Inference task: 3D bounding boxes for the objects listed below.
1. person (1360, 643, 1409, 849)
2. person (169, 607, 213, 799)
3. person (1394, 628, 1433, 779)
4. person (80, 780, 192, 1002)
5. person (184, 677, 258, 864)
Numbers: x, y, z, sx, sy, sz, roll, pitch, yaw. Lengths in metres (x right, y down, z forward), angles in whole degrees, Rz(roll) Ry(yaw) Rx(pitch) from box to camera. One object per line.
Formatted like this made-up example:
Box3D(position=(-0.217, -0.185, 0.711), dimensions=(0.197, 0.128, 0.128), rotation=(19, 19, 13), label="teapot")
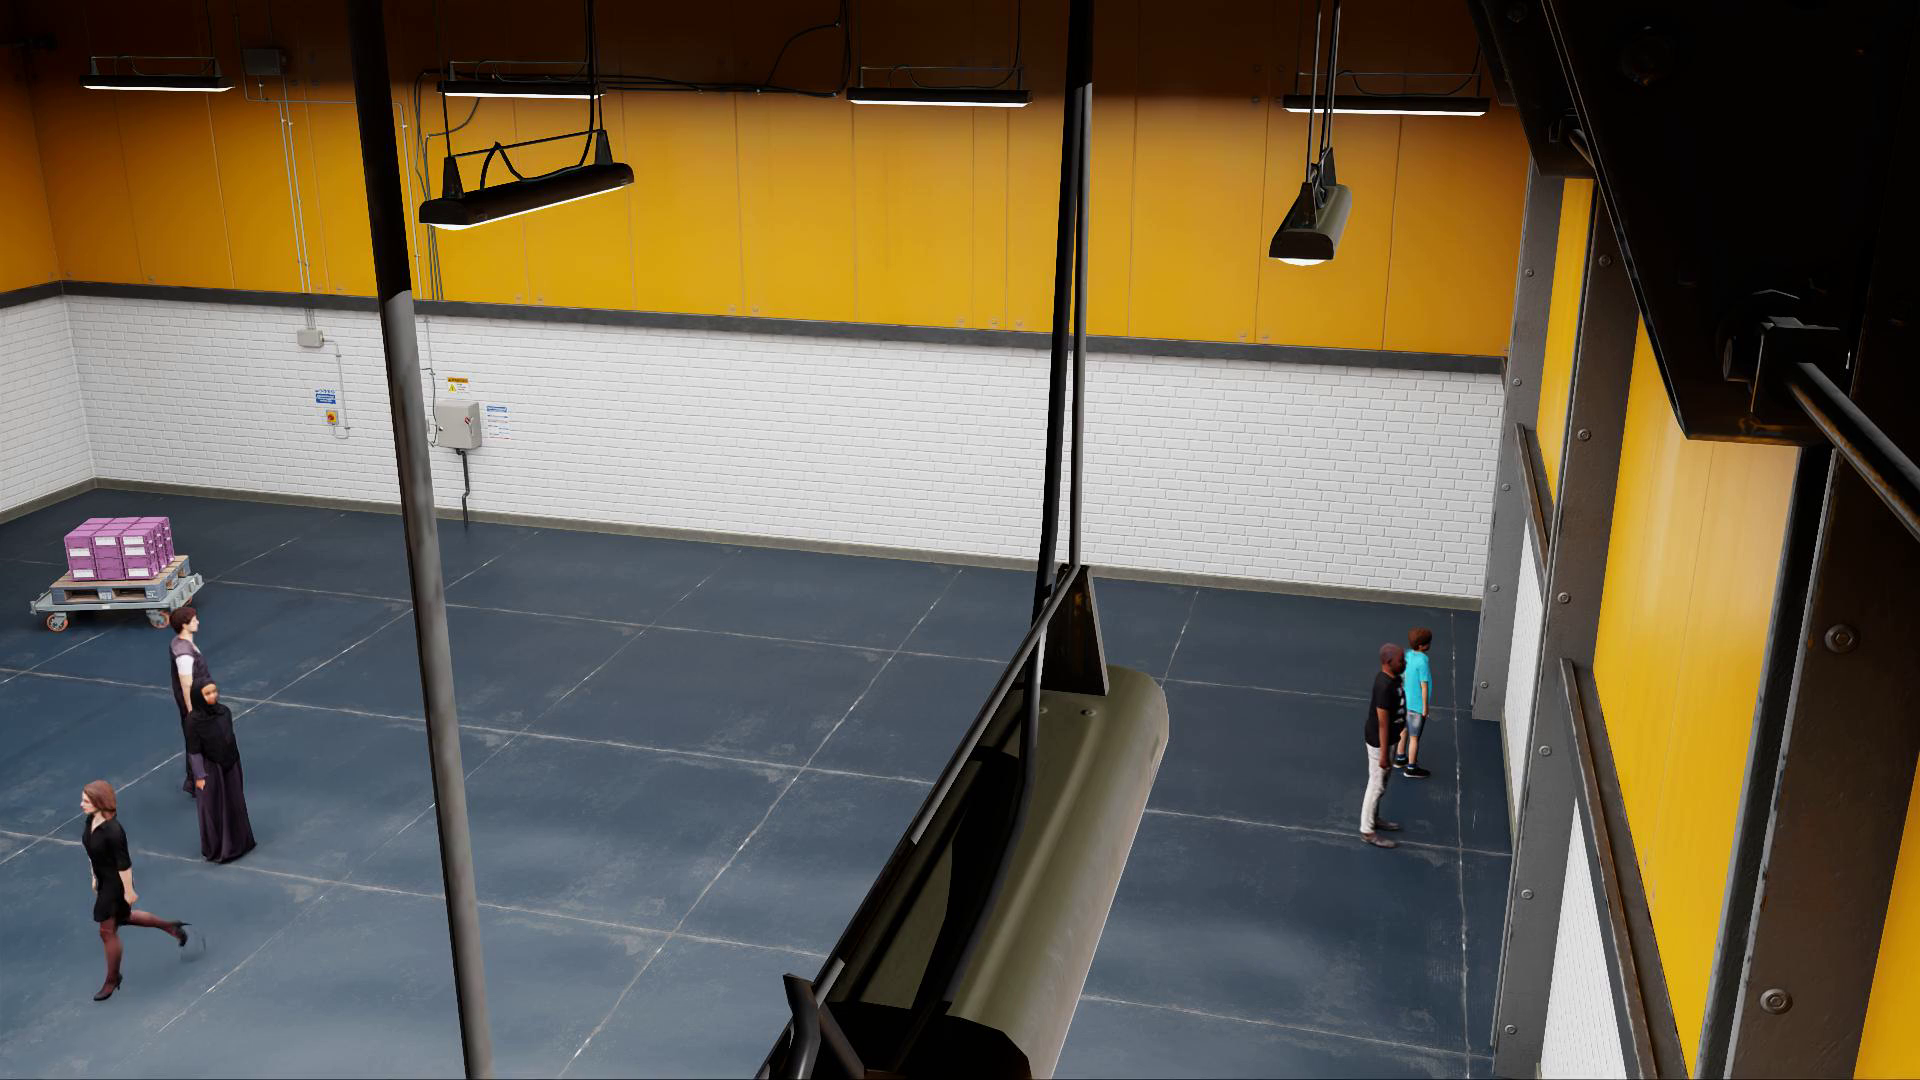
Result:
Box3D(position=(3.629, 1.725, 14.279), dimensions=(0.729, 1.804, 0.528), rotation=(6, 20, 18), label="person")
Box3D(position=(-6.960, 1.493, 14.913), dimensions=(0.845, 1.840, 0.791), rotation=(-12, 22, -32), label="person")
Box3D(position=(4.246, 1.493, 15.525), dimensions=(0.651, 1.449, 0.546), rotation=(-4, 19, -11), label="person")
Box3D(position=(-6.102, 2.503, 12.161), dimensions=(0.881, 1.681, 1.079), rotation=(16, 24, 39), label="person")
Box3D(position=(-6.273, 1.909, 14.028), dimensions=(0.715, 1.616, 0.604), rotation=(10, 21, 28), label="person")
